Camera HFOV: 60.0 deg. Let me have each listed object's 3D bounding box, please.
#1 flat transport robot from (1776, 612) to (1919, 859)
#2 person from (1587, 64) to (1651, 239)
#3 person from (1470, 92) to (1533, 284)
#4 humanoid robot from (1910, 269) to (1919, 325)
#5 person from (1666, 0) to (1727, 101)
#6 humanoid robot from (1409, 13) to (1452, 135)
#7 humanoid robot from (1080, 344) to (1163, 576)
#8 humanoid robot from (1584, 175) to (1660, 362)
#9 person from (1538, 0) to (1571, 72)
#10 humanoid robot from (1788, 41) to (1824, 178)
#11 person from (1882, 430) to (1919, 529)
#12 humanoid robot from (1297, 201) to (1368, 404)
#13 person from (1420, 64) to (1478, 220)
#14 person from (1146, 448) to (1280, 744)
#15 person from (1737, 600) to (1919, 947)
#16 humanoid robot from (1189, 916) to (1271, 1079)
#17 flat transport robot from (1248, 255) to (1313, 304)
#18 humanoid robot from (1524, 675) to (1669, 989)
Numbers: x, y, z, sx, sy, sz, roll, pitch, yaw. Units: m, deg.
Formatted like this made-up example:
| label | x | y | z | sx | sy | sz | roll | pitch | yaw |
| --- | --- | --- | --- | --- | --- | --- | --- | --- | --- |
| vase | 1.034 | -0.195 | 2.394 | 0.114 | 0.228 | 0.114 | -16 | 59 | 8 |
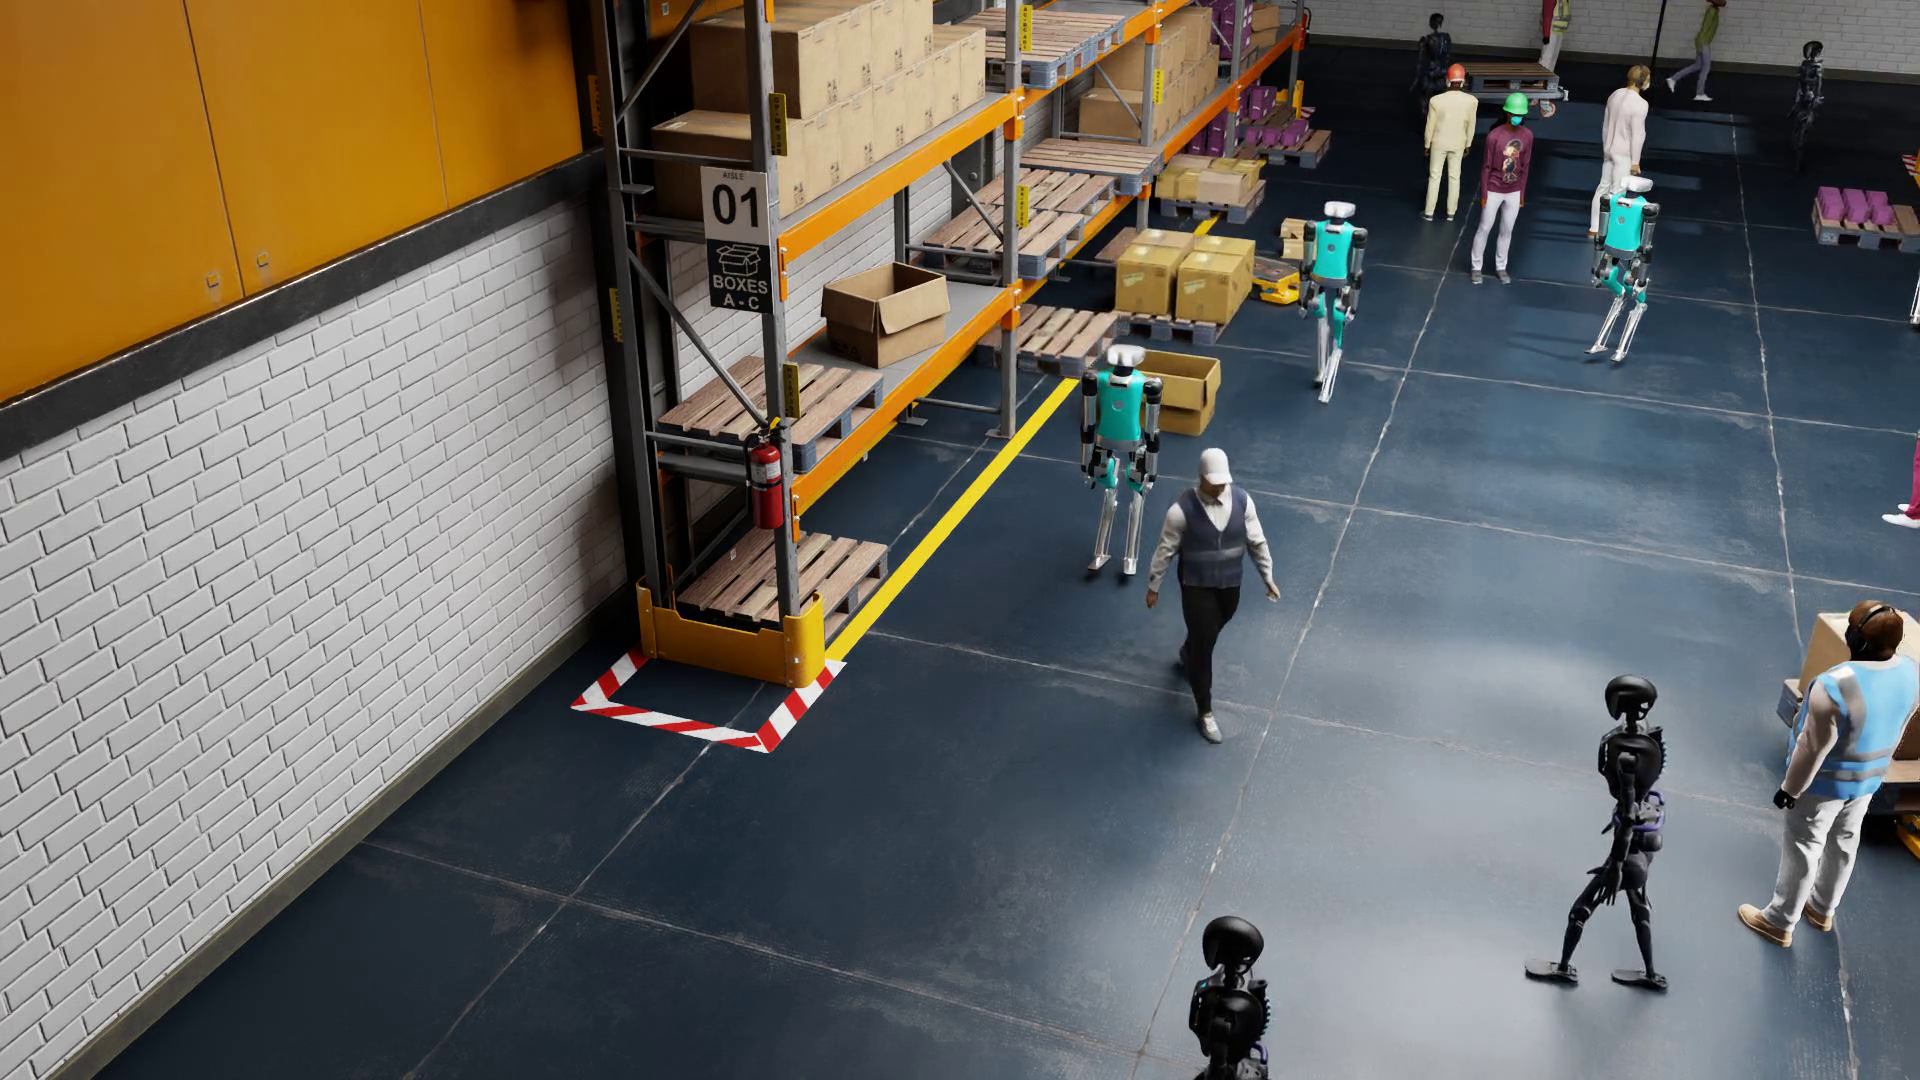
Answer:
| label | x | y | z | sx | sy | sz | roll | pitch | yaw |
| --- | --- | --- | --- | --- | --- | --- | --- | --- | --- |
| flat transport robot | 5.317 | 1.301 | 9.227 | 0.659 | 0.231 | 1.431 | -1 | 27 | -1 |
| person | 7.163 | -4.171 | 18.020 | 0.354 | 1.937 | 0.632 | -6 | 28 | -11 |
| person | 5.484 | -3.554 | 16.827 | 0.482 | 1.944 | 0.432 | -3 | 27 | -6 |
| humanoid robot | 9.252 | -2.832 | 15.496 | 0.533 | 1.677 | 0.735 | 10 | 29 | 19 |
| person | 10.857 | -7.292 | 24.433 | 0.624 | 1.603 | 0.539 | 10 | 29 | 19 |
| humanoid robot | 6.363 | -6.174 | 22.199 | 0.595 | 1.636 | 0.633 | -12 | 29 | -21 |
| humanoid robot | 1.110 | -0.590 | 11.148 | 0.533 | 1.677 | 0.735 | 8 | 28 | 16 |
| humanoid robot | 5.940 | -2.432 | 14.720 | 0.735 | 1.677 | 0.533 | -22 | 34 | -36 |
| person | 8.817 | -7.555 | 24.703 | 0.430 | 1.832 | 0.636 | 19 | 33 | 33 |
| humanoid robot | 10.515 | -5.333 | 20.569 | 0.479 | 1.645 | 0.606 | 1 | 27 | 2 |
| person | 7.020 | -0.861 | 11.940 | 0.500 | 1.628 | 0.284 | -23 | 35 | -37 |
| humanoid robot | 3.165 | -2.054 | 14.139 | 0.540 | 1.766 | 0.922 | 12 | 30 | 22 |
| person | 5.530 | -4.502 | 18.858 | 0.562 | 1.755 | 0.320 | 0 | 27 | 1 |
| person | 1.450 | 0.224 | 9.727 | 0.732 | 1.722 | 0.882 | -8 | 28 | -16 |
| person | 4.132 | 1.108 | 7.887 | 0.630 | 1.843 | 0.429 | -10 | 29 | -19 |
| humanoid robot | 0.965 | 2.091 | 6.167 | 0.452 | 1.646 | 0.597 | 8 | 28 | 15 |
| flat transport robot | 2.912 | -2.717 | 17.021 | 1.431 | 0.231 | 0.659 | 22 | 35 | 36 |
| humanoid robot | 3.046 | 1.358 | 7.608 | 0.657 | 1.622 | 0.613 | 11 | 29 | 21 |
